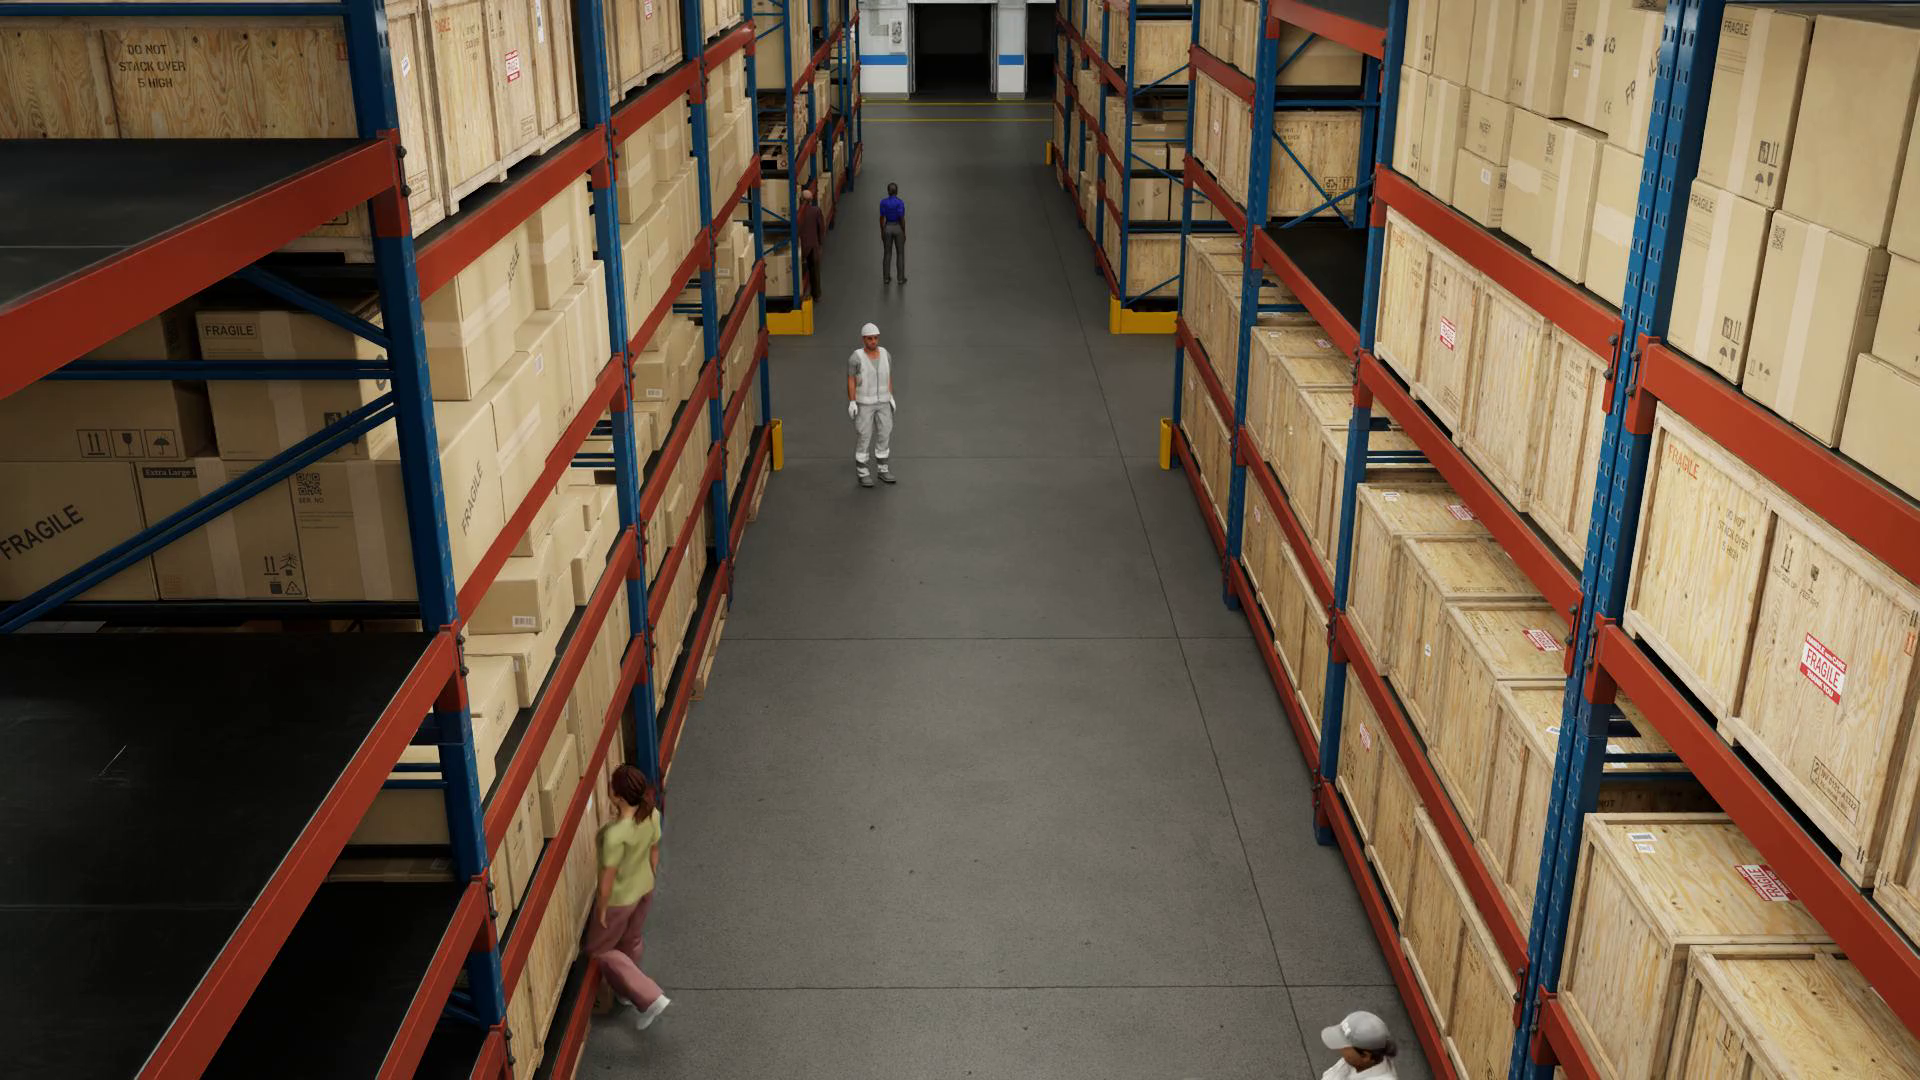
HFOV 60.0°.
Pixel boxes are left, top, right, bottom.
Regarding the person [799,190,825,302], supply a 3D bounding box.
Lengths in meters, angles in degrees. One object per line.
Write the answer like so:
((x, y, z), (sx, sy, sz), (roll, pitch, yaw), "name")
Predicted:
((-2.480, -4.654, 26.290), (0.576, 1.781, 0.491), (-19, 28, -40), "person")

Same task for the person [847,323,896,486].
((-0.949, -1.491, 18.259), (0.540, 1.795, 0.377), (-11, 24, -27), "person")

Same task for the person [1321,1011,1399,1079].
((1.765, 2.821, 7.447), (0.390, 1.666, 0.499), (2, 22, 4), "person")

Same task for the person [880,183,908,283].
((-1.097, -5.102, 27.599), (0.439, 1.659, 0.340), (5, 22, 13), "person")

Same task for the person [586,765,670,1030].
((-1.925, 2.022, 9.502), (0.726, 1.655, 0.454), (12, 24, 28), "person")
